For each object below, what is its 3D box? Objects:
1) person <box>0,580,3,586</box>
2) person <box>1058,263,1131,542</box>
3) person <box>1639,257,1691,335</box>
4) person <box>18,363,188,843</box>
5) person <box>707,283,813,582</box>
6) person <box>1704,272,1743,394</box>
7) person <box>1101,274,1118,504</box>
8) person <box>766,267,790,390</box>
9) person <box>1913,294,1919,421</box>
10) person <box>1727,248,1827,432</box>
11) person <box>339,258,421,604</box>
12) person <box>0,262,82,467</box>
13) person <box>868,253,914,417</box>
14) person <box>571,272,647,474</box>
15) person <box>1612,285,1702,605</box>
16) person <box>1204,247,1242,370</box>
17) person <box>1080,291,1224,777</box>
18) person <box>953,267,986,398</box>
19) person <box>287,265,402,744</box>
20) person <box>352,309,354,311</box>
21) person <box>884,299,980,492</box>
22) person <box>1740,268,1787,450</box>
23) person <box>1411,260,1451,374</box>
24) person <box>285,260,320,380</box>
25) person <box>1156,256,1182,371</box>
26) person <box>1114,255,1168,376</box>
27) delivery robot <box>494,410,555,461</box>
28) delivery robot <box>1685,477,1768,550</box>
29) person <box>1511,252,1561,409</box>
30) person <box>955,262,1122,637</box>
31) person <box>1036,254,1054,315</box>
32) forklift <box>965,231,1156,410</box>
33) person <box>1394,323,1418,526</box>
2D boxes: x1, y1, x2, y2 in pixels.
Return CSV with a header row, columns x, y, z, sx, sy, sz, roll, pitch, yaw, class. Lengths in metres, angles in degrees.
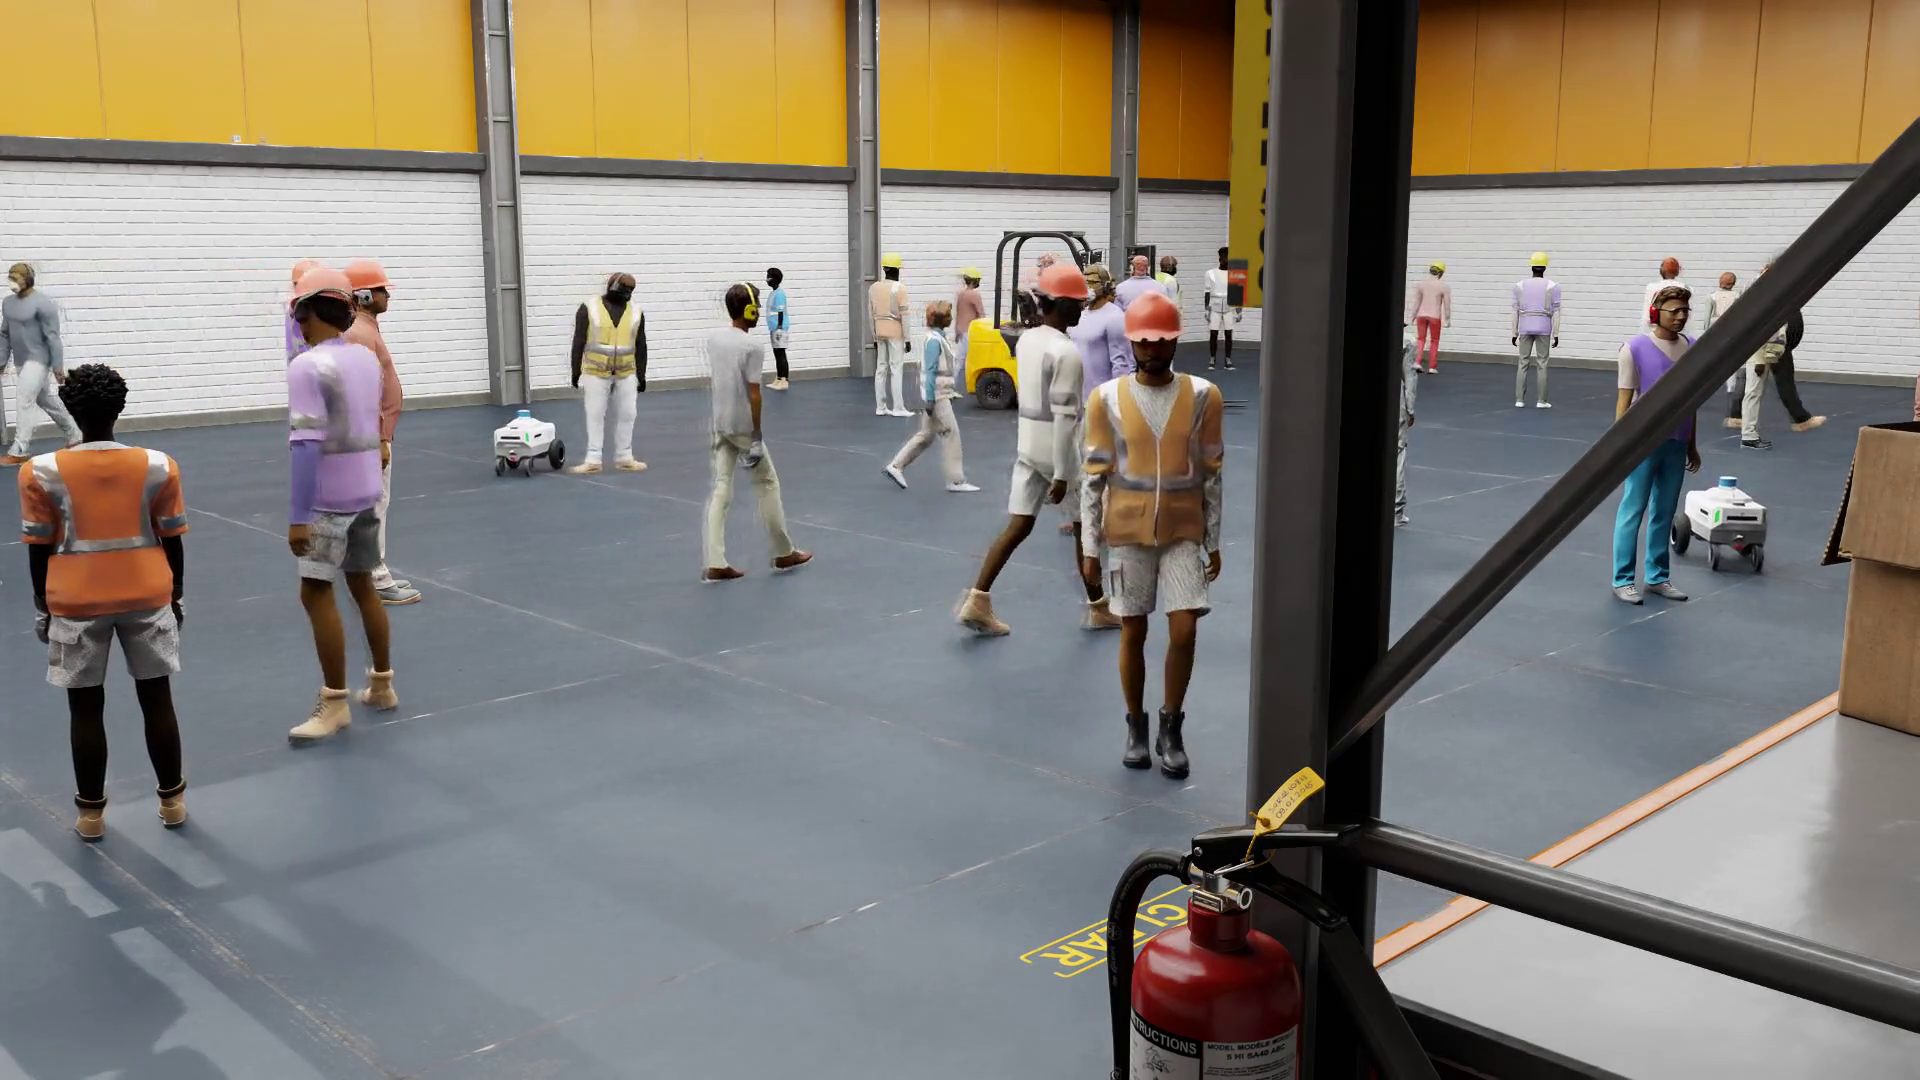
x,y,z,sx,sy,sz,roll,pitch,yaw,class
-6.199,-0.523,10.170,0.703,1.607,0.510,3,11,18,person
0.942,-0.958,11.640,0.359,1.939,0.635,-5,12,-27,person
8.710,-2.568,20.620,0.637,1.864,0.451,-1,10,-4,person
-3.001,0.223,5.892,0.530,1.689,0.321,-8,13,-35,person
-1.301,-0.676,10.412,0.515,1.838,0.877,7,13,35,person
10.330,-2.799,22.500,0.515,1.641,0.314,6,12,31,person
1.106,-1.214,13.298,0.341,1.845,0.511,1,10,7,person
-2.531,-2.924,23.052,0.320,1.690,0.536,-4,11,-20,person
10.892,-2.187,18.443,0.408,1.907,0.638,0,10,1,person
8.967,-2.204,18.164,1.000,2.000,0.696,3,11,17,person
-3.411,-0.623,9.663,0.375,1.997,0.612,-5,12,-25,person
-8.698,-1.666,15.661,0.635,1.895,1.030,6,12,29,person
-0.811,-2.408,19.582,0.587,1.928,0.363,8,13,37,person
-3.174,-1.490,14.932,0.743,1.814,0.430,-5,11,-24,person
4.059,-0.555,9.700,0.575,1.843,0.375,-4,11,-19,person
4.166,-3.662,26.382,0.607,1.942,0.377,1,10,7,person
0.753,-0.008,6.519,0.564,1.914,0.585,1,10,4,person
0.151,-2.730,21.928,0.925,1.717,0.539,-5,12,-26,person
-2.728,-0.160,7.191,0.367,2.018,0.763,2,11,11,person
-5.362,-1.389,14.823,0.281,1.635,0.498,-4,11,-19,person
-0.254,-1.196,13.844,0.771,1.606,0.524,1,10,4,person
8.043,-1.820,16.664,0.404,1.823,0.587,6,12,29,person
7.200,-3.399,25.451,0.609,1.746,0.565,7,12,33,person
-5.161,-1.256,13.274,0.375,1.935,0.551,-6,12,-28,person
2.921,-3.081,23.494,0.429,1.840,0.633,-4,11,-23,person
2.082,-2.330,19.239,0.639,1.900,0.401,0,10,0,person
-3.914,-0.926,14.968,0.477,0.478,0.707,2,10,6,delivery robot
5.002,-0.170,10.871,0.477,0.478,0.707,1,11,8,delivery robot
7.098,-2.580,20.515,0.589,1.930,0.356,6,12,29,person
0.458,-0.464,8.798,1.032,2.004,0.608,-6,12,-28,person
1.109,-2.768,21.754,0.709,1.879,0.680,0,10,1,person
1.222,-2.721,20.561,2.313,2.155,1.214,2,11,13,forklift
3.119,-0.970,12.270,0.484,1.735,0.311,4,11,21,person
